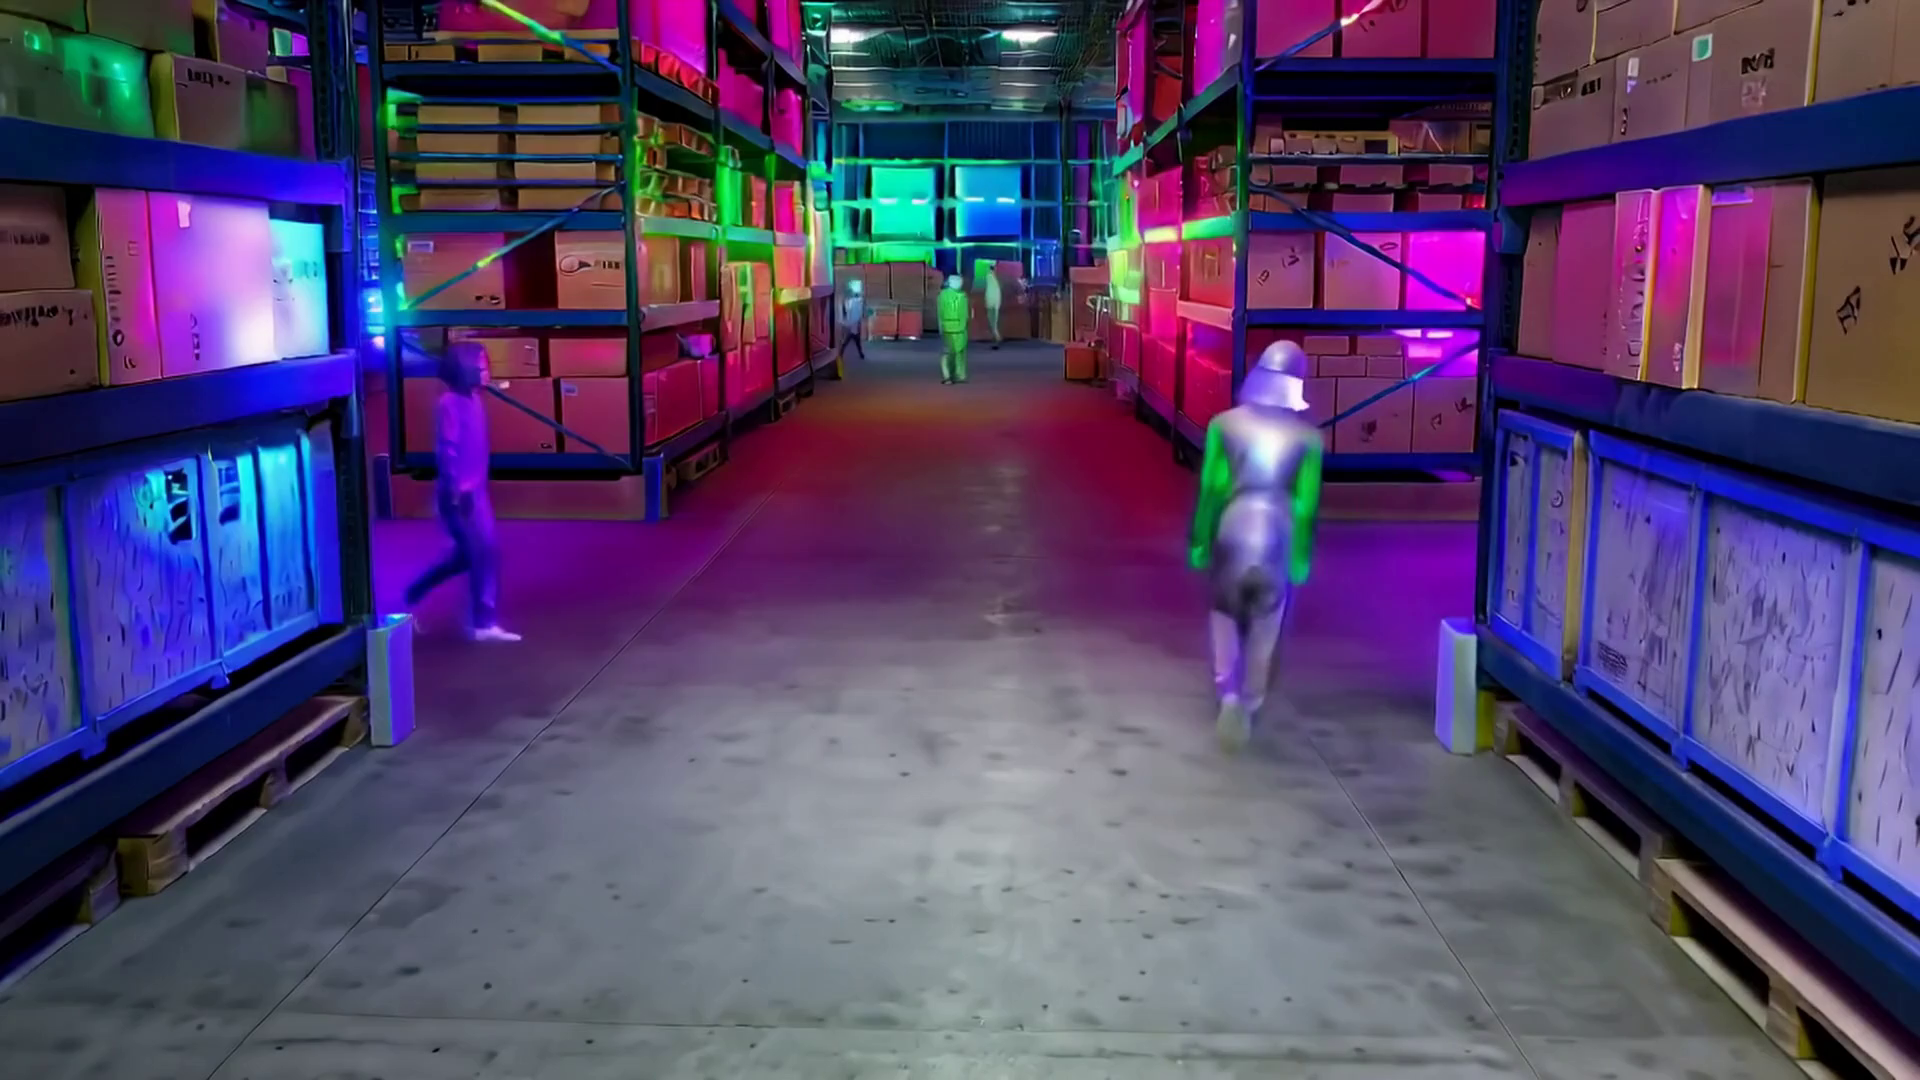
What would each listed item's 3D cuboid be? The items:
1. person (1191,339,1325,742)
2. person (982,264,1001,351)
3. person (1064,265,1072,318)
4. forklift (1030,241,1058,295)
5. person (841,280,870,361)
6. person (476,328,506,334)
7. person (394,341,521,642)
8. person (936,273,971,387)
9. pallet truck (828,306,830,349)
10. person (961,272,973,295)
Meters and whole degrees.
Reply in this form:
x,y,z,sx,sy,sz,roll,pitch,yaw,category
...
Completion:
x,y,z,sx,sy,sz,roll,pitch,yaw,category
1.226,0.029,6.889,0.539,1.703,0.475,1,10,8,person
0.686,-5.322,38.131,0.586,1.971,0.636,-2,10,-14,person
3.970,-8.966,60.160,0.581,1.919,0.392,-7,12,-38,person
3.221,-10.070,63.882,1.129,2.768,1.873,0,9,1,forklift
-2.233,-4.546,34.437,0.825,1.670,0.541,-7,12,-35,person
-7.884,-3.603,27.958,0.543,1.939,0.360,1,9,3,person
-2.672,-0.244,8.785,0.576,1.615,0.519,1,10,8,person
-0.084,-3.398,27.024,0.621,1.845,0.429,8,13,41,person
-3.100,-3.940,29.800,1.885,1.965,0.823,3,10,19,pallet truck
0.291,-8.856,60.172,0.530,1.689,0.321,-1,10,-4,person
